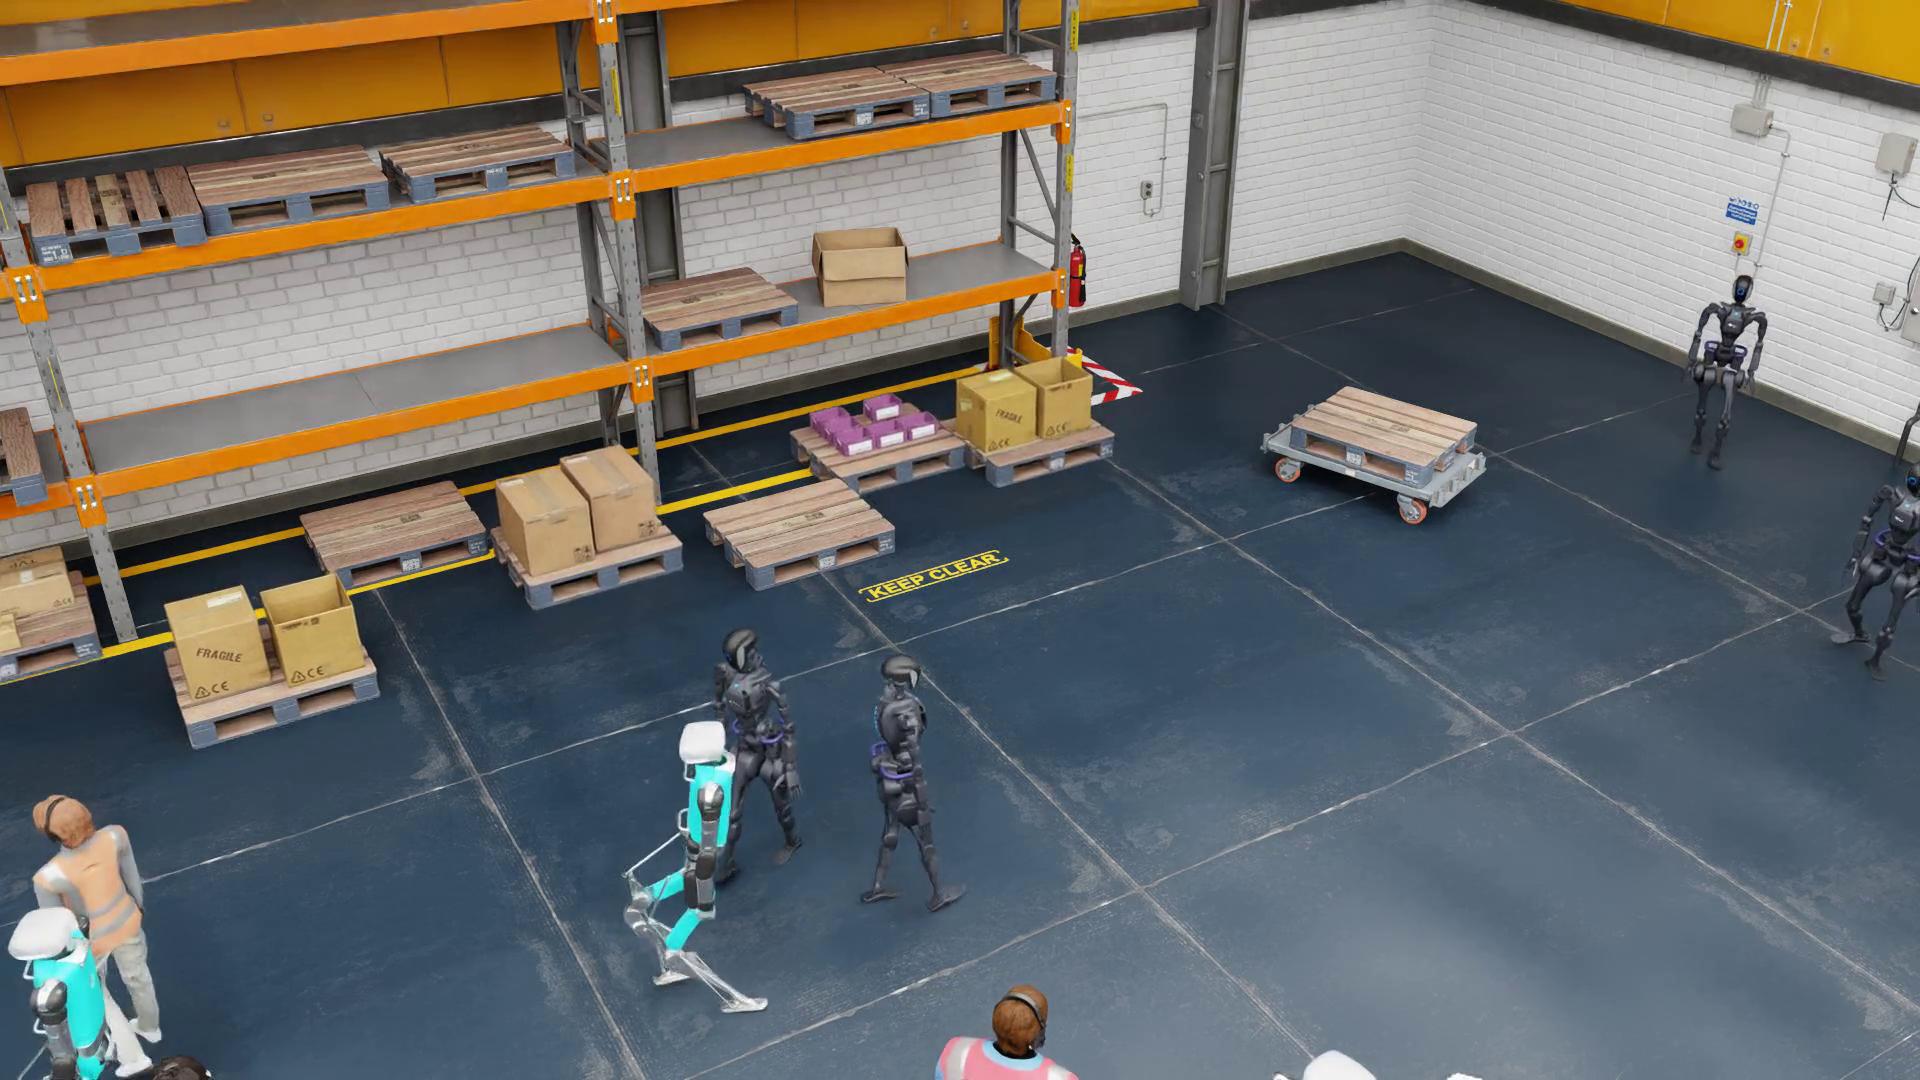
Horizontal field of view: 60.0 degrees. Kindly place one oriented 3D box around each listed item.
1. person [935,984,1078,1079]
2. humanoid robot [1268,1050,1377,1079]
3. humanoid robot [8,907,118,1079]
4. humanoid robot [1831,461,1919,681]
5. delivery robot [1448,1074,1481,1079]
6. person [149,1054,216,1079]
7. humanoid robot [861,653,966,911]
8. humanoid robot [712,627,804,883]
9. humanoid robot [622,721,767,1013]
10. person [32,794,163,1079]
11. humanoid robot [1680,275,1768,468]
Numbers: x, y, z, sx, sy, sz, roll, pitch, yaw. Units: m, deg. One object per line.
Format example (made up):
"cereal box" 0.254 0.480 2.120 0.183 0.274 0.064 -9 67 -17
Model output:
"person" 0.213 2.564 6.854 0.628 1.835 0.431 11 31 19
"humanoid robot" 1.545 2.654 6.770 0.539 1.782 0.739 23 37 35
"humanoid robot" -4.004 2.414 7.320 0.689 1.895 0.546 -6 30 -11
"humanoid robot" 6.348 0.159 11.268 0.456 1.646 0.588 -21 35 -32
"delivery robot" 2.352 2.842 7.645 0.499 0.587 0.777 10 31 18
"person" -2.833 2.755 6.473 0.533 1.872 0.414 -13 32 -22
"humanoid robot" -0.288 1.326 9.213 0.591 1.648 0.584 -11 31 -18
"humanoid robot" -1.149 1.228 9.398 0.616 1.640 0.654 17 34 28
"humanoid robot" -1.466 1.707 8.478 0.857 1.778 0.542 -3 30 -5
"person" -4.209 1.930 8.172 0.414 1.635 0.523 16 33 25
"humanoid robot" 6.466 -1.455 14.123 0.599 1.643 0.538 13 32 22
